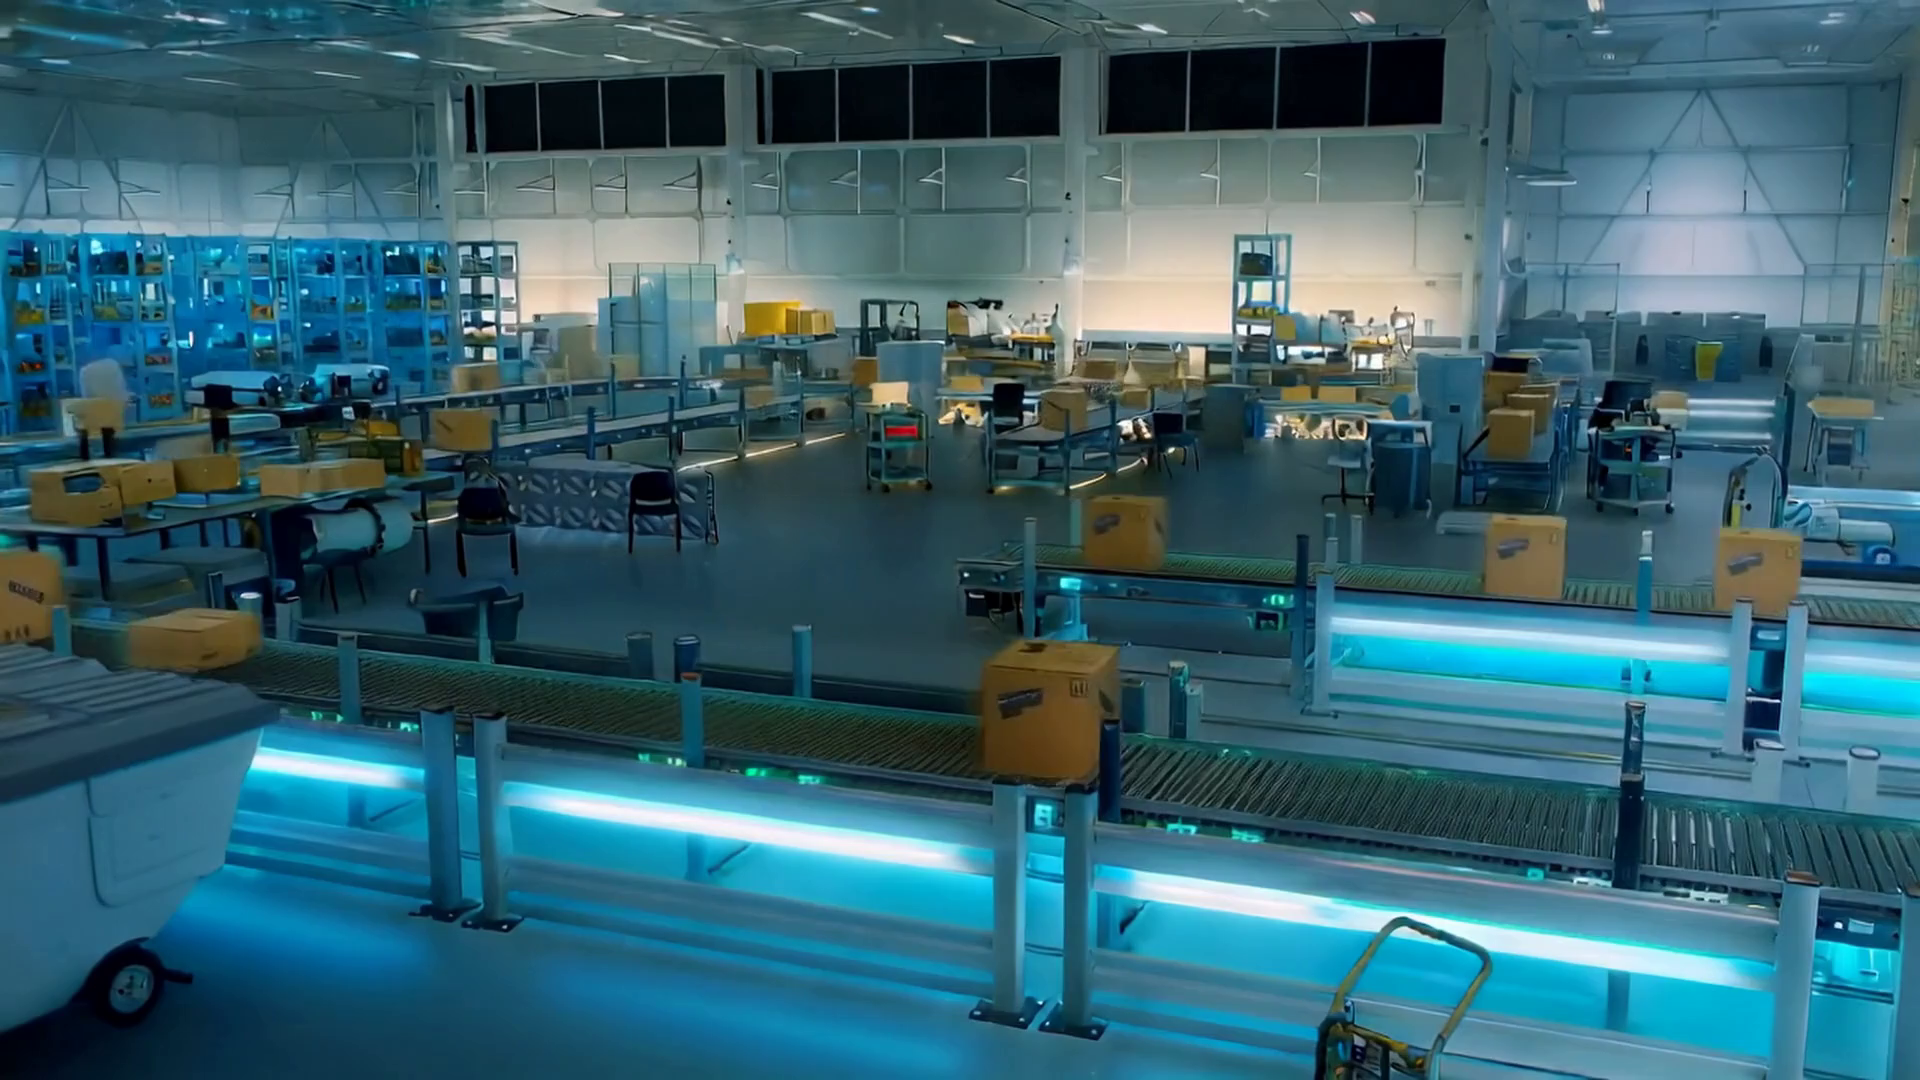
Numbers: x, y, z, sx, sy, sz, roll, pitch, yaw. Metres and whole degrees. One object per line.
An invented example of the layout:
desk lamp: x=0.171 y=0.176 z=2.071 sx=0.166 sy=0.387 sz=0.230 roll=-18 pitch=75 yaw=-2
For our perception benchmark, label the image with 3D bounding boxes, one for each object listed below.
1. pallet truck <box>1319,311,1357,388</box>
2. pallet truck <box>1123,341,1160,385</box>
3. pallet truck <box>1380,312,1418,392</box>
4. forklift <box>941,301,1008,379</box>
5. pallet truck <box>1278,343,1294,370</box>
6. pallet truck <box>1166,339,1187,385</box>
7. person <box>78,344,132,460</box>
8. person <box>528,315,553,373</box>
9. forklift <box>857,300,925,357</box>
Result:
pallet truck: x=9.071 y=-4.419 z=39.190 sx=0.823 sy=1.965 sz=1.885 roll=5 pitch=10 yaw=26
pallet truck: x=4.445 y=-4.380 z=41.279 sx=0.680 sy=1.201 sz=1.601 roll=4 pitch=10 yaw=22
pallet truck: x=10.207 y=-4.283 z=38.369 sx=0.823 sy=1.965 sz=1.885 roll=3 pitch=10 yaw=20
forklift: x=0.365 y=-4.966 z=41.571 sx=1.157 sy=1.987 sz=2.680 roll=3 pitch=10 yaw=20
pallet truck: x=7.886 y=-4.163 z=39.743 sx=0.653 sy=1.274 sz=1.630 roll=4 pitch=10 yaw=22
pallet truck: x=5.418 y=-4.269 z=40.420 sx=0.704 sy=1.261 sz=1.522 roll=3 pitch=10 yaw=20
person: x=-12.827 y=-2.014 z=25.019 sx=0.396 sy=1.879 sz=0.796 roll=7 pitch=12 yaw=37
person: x=-10.329 y=-4.622 z=40.980 sx=0.598 sy=1.815 sz=0.630 roll=-4 pitch=10 yaw=-22
forklift: x=-1.732 y=-5.109 z=42.468 sx=1.157 sy=1.987 sz=2.680 roll=4 pitch=10 yaw=22
